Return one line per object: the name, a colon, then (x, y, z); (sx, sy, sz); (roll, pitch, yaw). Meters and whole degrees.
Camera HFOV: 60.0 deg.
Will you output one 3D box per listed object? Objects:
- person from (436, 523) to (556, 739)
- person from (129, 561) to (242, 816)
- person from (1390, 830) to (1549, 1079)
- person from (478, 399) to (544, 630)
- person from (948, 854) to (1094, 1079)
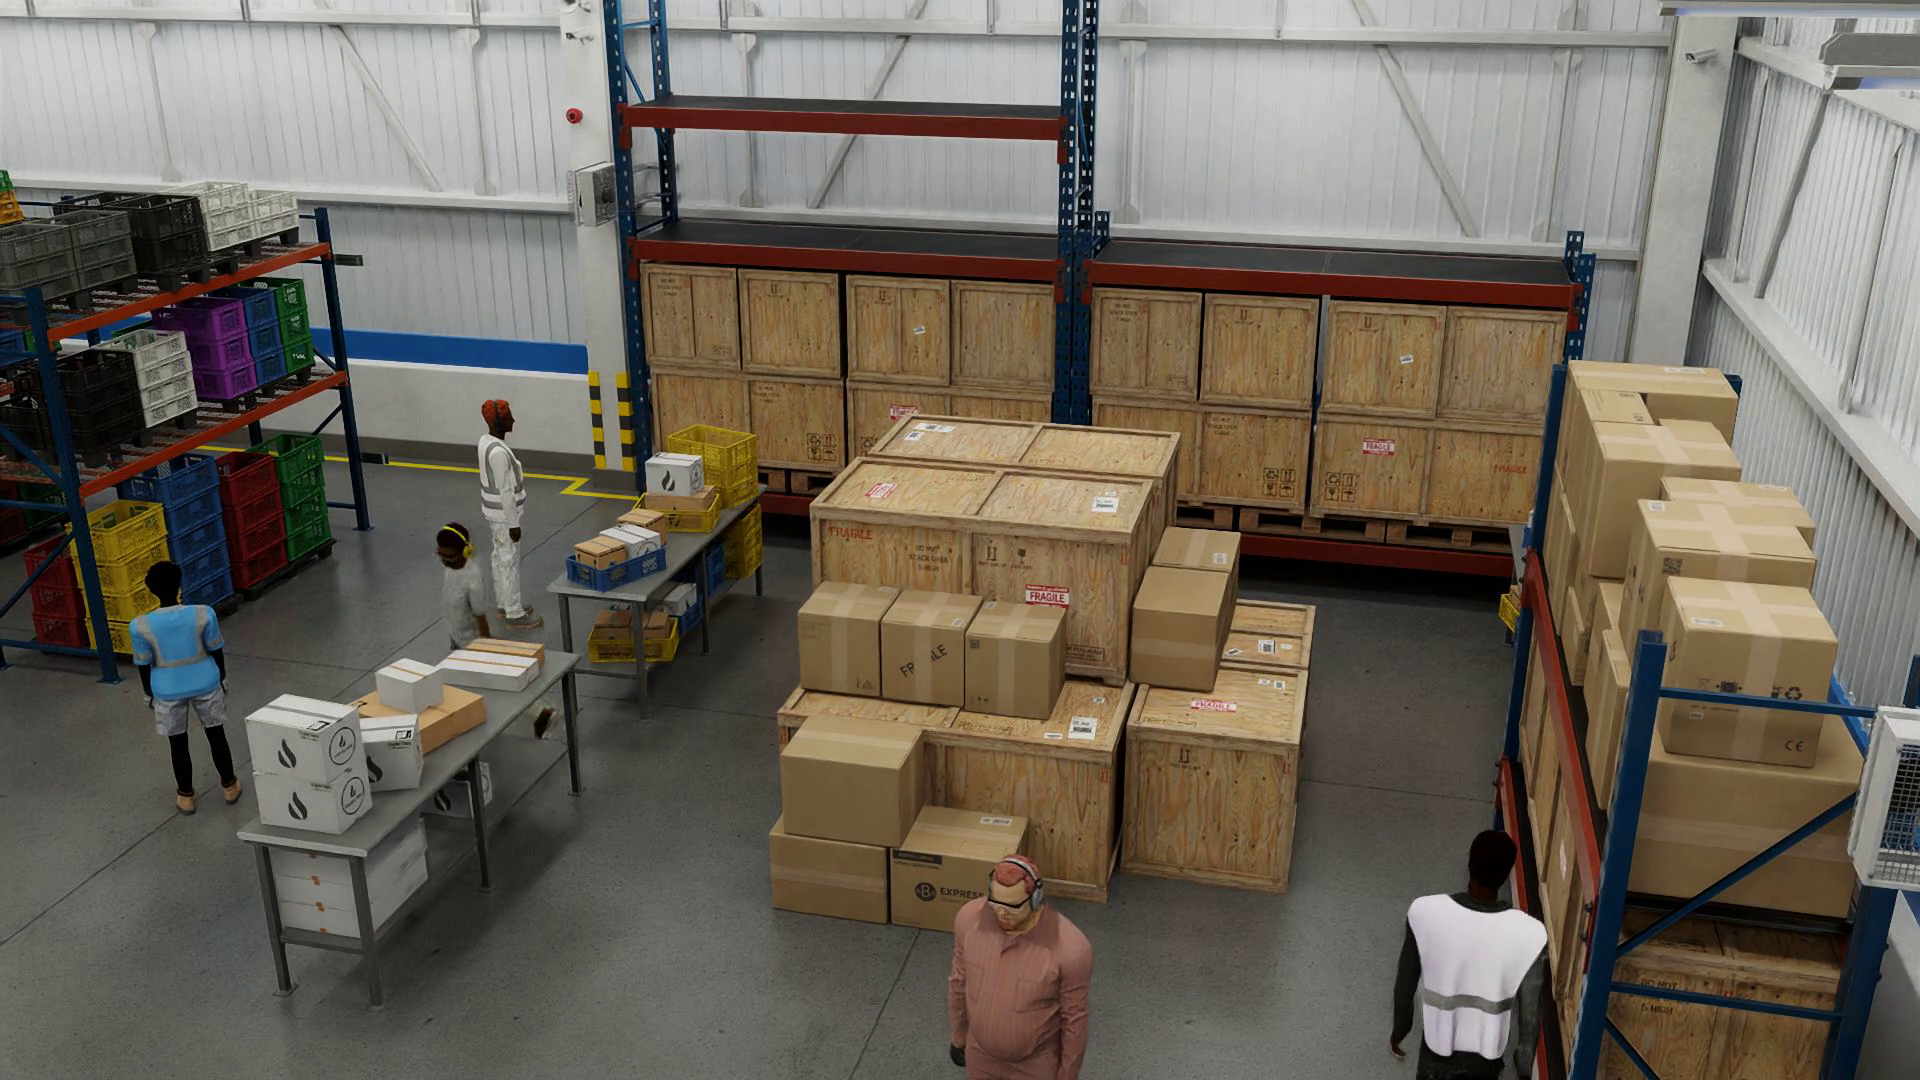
person: (-3.190, 0.682, 11.087); (0.888, 1.818, 0.576); (-12, 24, -29)
person: (-4.919, 0.939, 10.571); (0.532, 1.693, 0.319); (-11, 23, -26)
person: (2.162, 2.174, 7.126); (0.605, 1.870, 0.719); (4, 21, 10)
person: (-3.635, -0.211, 13.322); (0.356, 1.882, 0.573); (-11, 23, -26)
person: (0.223, 2.172, 7.067); (0.645, 1.899, 0.401); (11, 23, 26)
